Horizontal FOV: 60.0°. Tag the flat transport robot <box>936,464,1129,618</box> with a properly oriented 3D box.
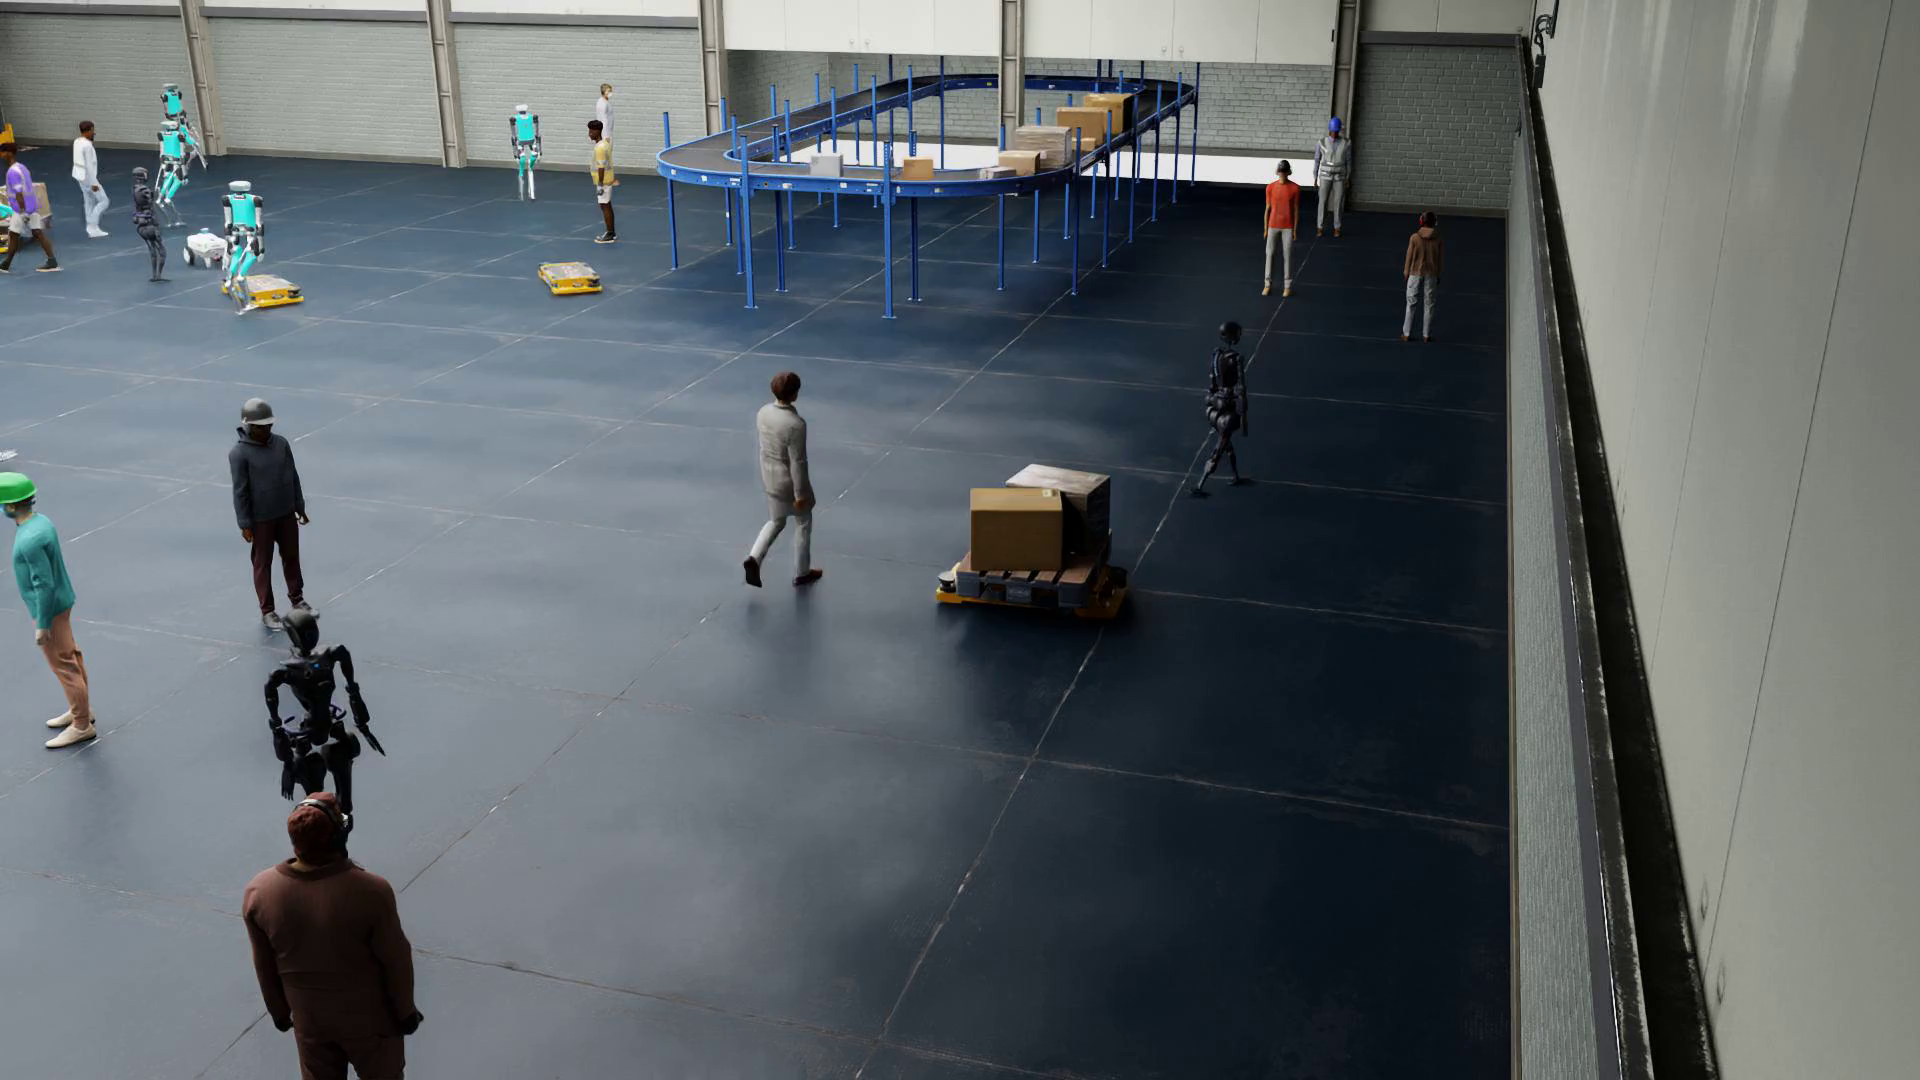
[{"bbox_3d":[0.585,0.357,13.251,1.431,0.231,0.659,6,22,14],"label":"flat transport robot"}]

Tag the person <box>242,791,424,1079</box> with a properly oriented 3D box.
[{"bbox_3d":[-2.562,1.916,6.933,0.641,1.910,0.404,2,21,5],"label":"person"}]

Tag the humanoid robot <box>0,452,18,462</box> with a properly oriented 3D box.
[{"bbox_3d":[-9.700,-1.412,15.843,0.552,1.744,1.047,19,28,41],"label":"humanoid robot"}]

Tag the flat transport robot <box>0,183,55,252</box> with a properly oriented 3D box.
[{"bbox_3d":[-15.356,-4.844,26.741,0.659,0.231,1.431,-3,21,-7],"label":"flat transport robot"}]

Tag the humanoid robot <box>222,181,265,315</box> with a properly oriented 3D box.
[{"bbox_3d":[-9.551,-3.821,22.060,0.541,1.761,0.836,1,21,2],"label":"humanoid robot"}]

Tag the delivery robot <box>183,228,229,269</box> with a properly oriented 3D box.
[{"bbox_3d":[-11.448,-4.442,25.291,0.787,0.587,0.499,20,28,41],"label":"delivery robot"}]

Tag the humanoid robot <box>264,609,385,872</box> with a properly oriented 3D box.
[{"bbox_3d":[-3.542,1.137,9.277,0.349,1.650,0.601,15,26,35],"label":"humanoid robot"}]

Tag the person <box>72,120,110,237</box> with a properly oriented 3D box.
[{"bbox_3d":[-14.233,-5.889,27.192,0.447,1.896,0.632,-18,27,-38],"label":"person"}]

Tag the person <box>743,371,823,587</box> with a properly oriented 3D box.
[{"bbox_3d":[-1.423,-0.450,13.198,0.510,1.803,0.721,16,26,35],"label":"person"}]

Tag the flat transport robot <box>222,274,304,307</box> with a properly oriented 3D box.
[{"bbox_3d":[-9.742,-3.481,23.206,0.659,0.231,1.431,-17,27,-37],"label":"flat transport robot"}]

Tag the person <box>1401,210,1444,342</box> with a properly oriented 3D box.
[{"bbox_3d":[5.790,-3.291,20.796,0.464,1.647,0.318,3,21,9],"label":"person"}]

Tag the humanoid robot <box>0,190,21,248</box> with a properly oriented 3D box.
[{"bbox_3d":[-15.038,-5.348,26.135,0.772,1.866,0.530,-9,23,-22],"label":"humanoid robot"}]

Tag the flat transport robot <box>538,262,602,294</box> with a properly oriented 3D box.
[{"bbox_3d":[-5.636,-3.783,23.990,0.659,0.231,1.431,-9,23,-21],"label":"flat transport robot"}]

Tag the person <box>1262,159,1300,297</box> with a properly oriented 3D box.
[{"bbox_3d":[4.464,-4.338,23.172,0.473,1.902,0.424,5,22,13],"label":"person"}]

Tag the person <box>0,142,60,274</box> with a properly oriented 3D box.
[{"bbox_3d":[-13.992,-4.898,24.602,0.979,1.907,0.620,-4,21,-10],"label":"person"}]

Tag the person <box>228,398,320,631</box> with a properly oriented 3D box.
[{"bbox_3d":[-5.210,-0.207,12.582,0.381,1.806,0.550,15,25,33],"label":"person"}]

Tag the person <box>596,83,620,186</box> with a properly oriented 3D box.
[{"bbox_3d":[-6.848,-7.873,32.284,0.378,1.937,0.628,-3,21,-8],"label":"person"}]

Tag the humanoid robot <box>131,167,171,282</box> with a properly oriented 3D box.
[{"bbox_3d":[-11.730,-4.546,24.007,0.613,1.654,0.309,19,28,40],"label":"humanoid robot"}]

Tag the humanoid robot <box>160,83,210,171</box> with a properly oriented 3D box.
[{"bbox_3d":[-15.723,-8.426,34.007,0.935,1.769,0.545,5,22,14],"label":"humanoid robot"}]

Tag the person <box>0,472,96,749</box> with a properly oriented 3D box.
[{"bbox_3d":[-5.942,0.446,10.797,0.373,1.869,0.511,-9,23,-21],"label":"person"}]

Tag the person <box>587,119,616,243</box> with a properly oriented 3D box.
[{"bbox_3d":[-5.776,-5.798,26.872,0.372,1.958,0.603,-2,21,-4],"label":"person"}]

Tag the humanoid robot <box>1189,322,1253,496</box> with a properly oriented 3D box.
[{"bbox_3d":[2.471,-1.228,15.475,0.794,1.623,0.584,-10,23,-24],"label":"humanoid robot"}]

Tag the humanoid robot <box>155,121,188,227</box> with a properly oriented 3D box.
[{"bbox_3d":[-13.362,-6.110,28.042,0.538,1.801,0.762,6,22,16],"label":"humanoid robot"}]

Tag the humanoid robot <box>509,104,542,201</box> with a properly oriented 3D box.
[{"bbox_3d":[-7.999,-7.057,30.603,0.548,1.909,0.706,-11,23,-25],"label":"humanoid robot"}]

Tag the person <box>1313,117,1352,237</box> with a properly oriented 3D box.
[{"bbox_3d":[6.113,-5.963,27.335,0.618,1.934,0.412,1,21,4],"label":"person"}]
